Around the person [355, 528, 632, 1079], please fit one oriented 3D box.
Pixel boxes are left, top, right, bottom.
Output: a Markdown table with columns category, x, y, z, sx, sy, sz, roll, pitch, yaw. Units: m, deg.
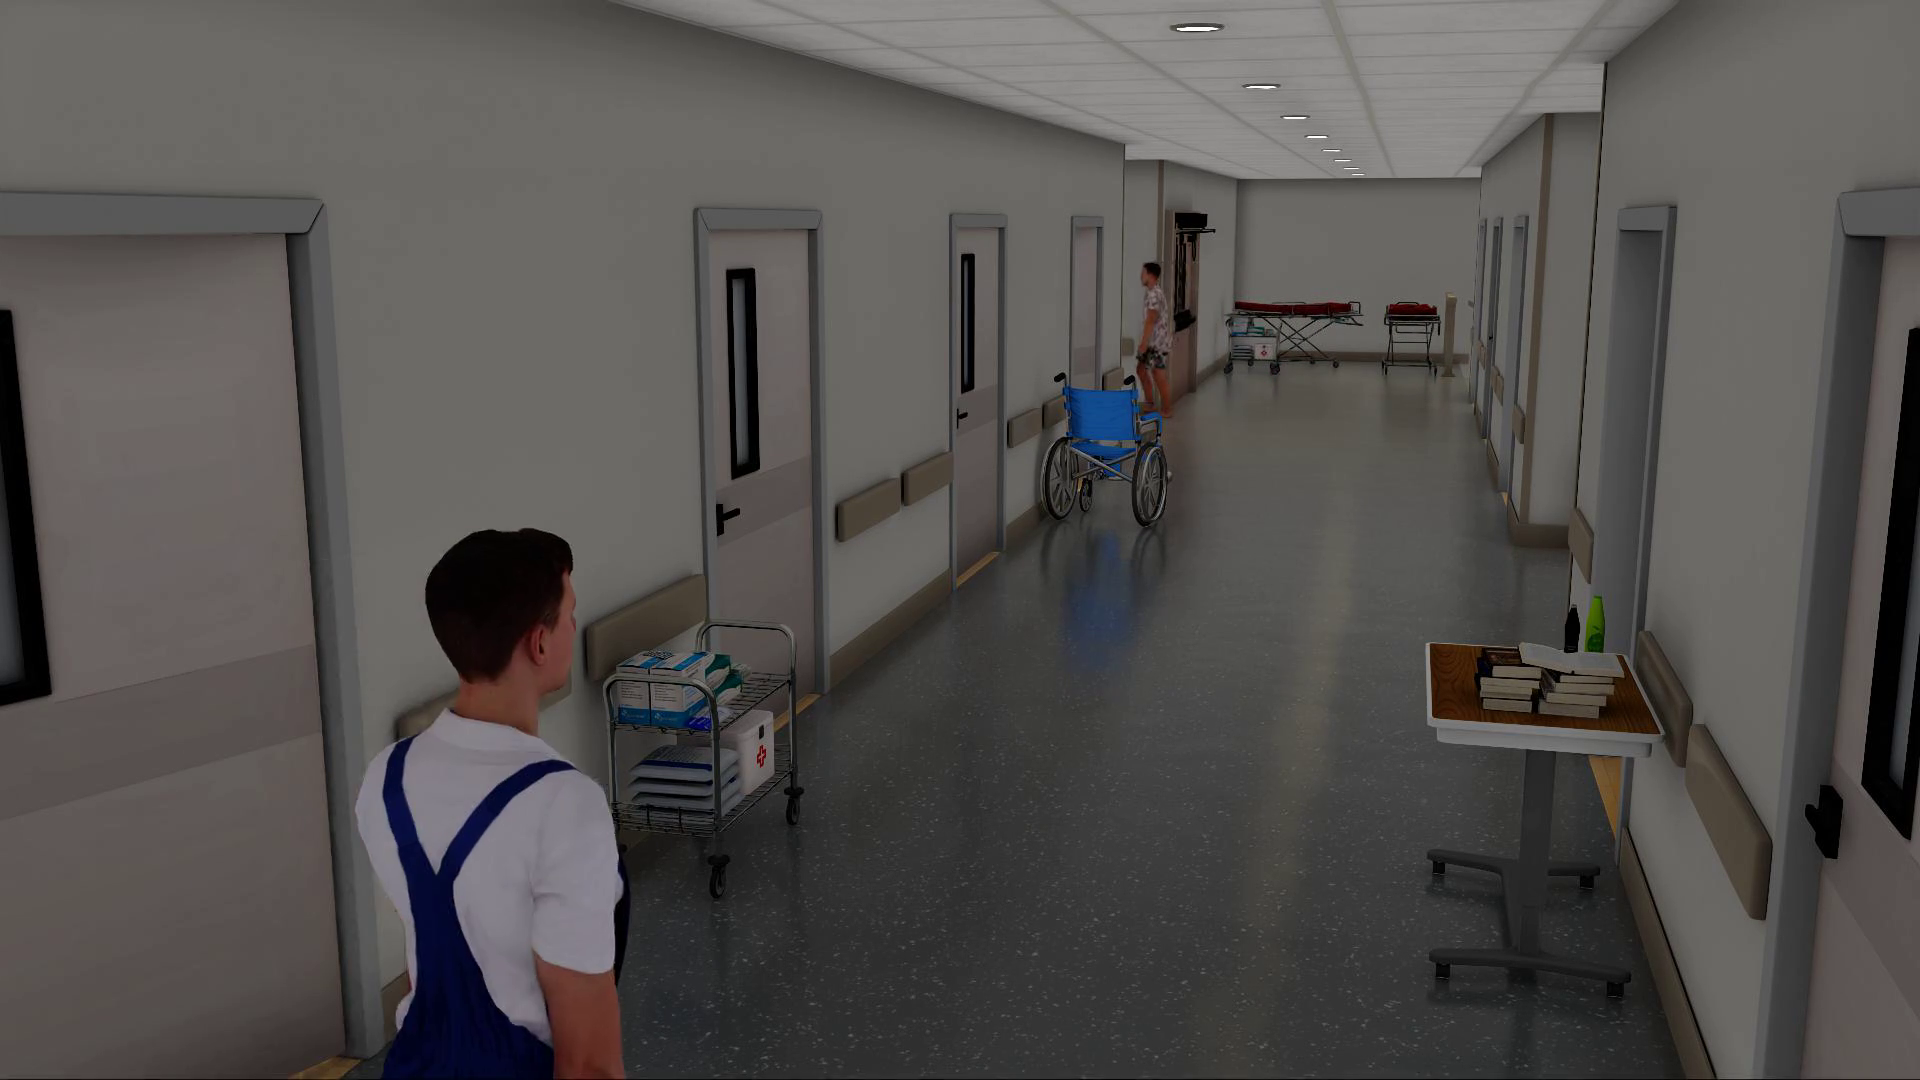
| category | x | y | z | sx | sy | sz | roll | pitch | yaw |
| --- | --- | --- | --- | --- | --- | --- | --- | --- | --- |
| person | -0.699 | 0.923 | 2.311 | 0.849 | 1.805 | 1.281 | 6 | 12 | 28 |

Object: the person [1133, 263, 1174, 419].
| category | x | y | z | sx | sy | sz | roll | pitch | yaw |
| --- | --- | --- | --- | --- | --- | --- | --- | --- | --- |
| person | 2.375 | -2.314 | 19.396 | 0.773 | 1.796 | 0.668 | 1 | 11 | 7 |
